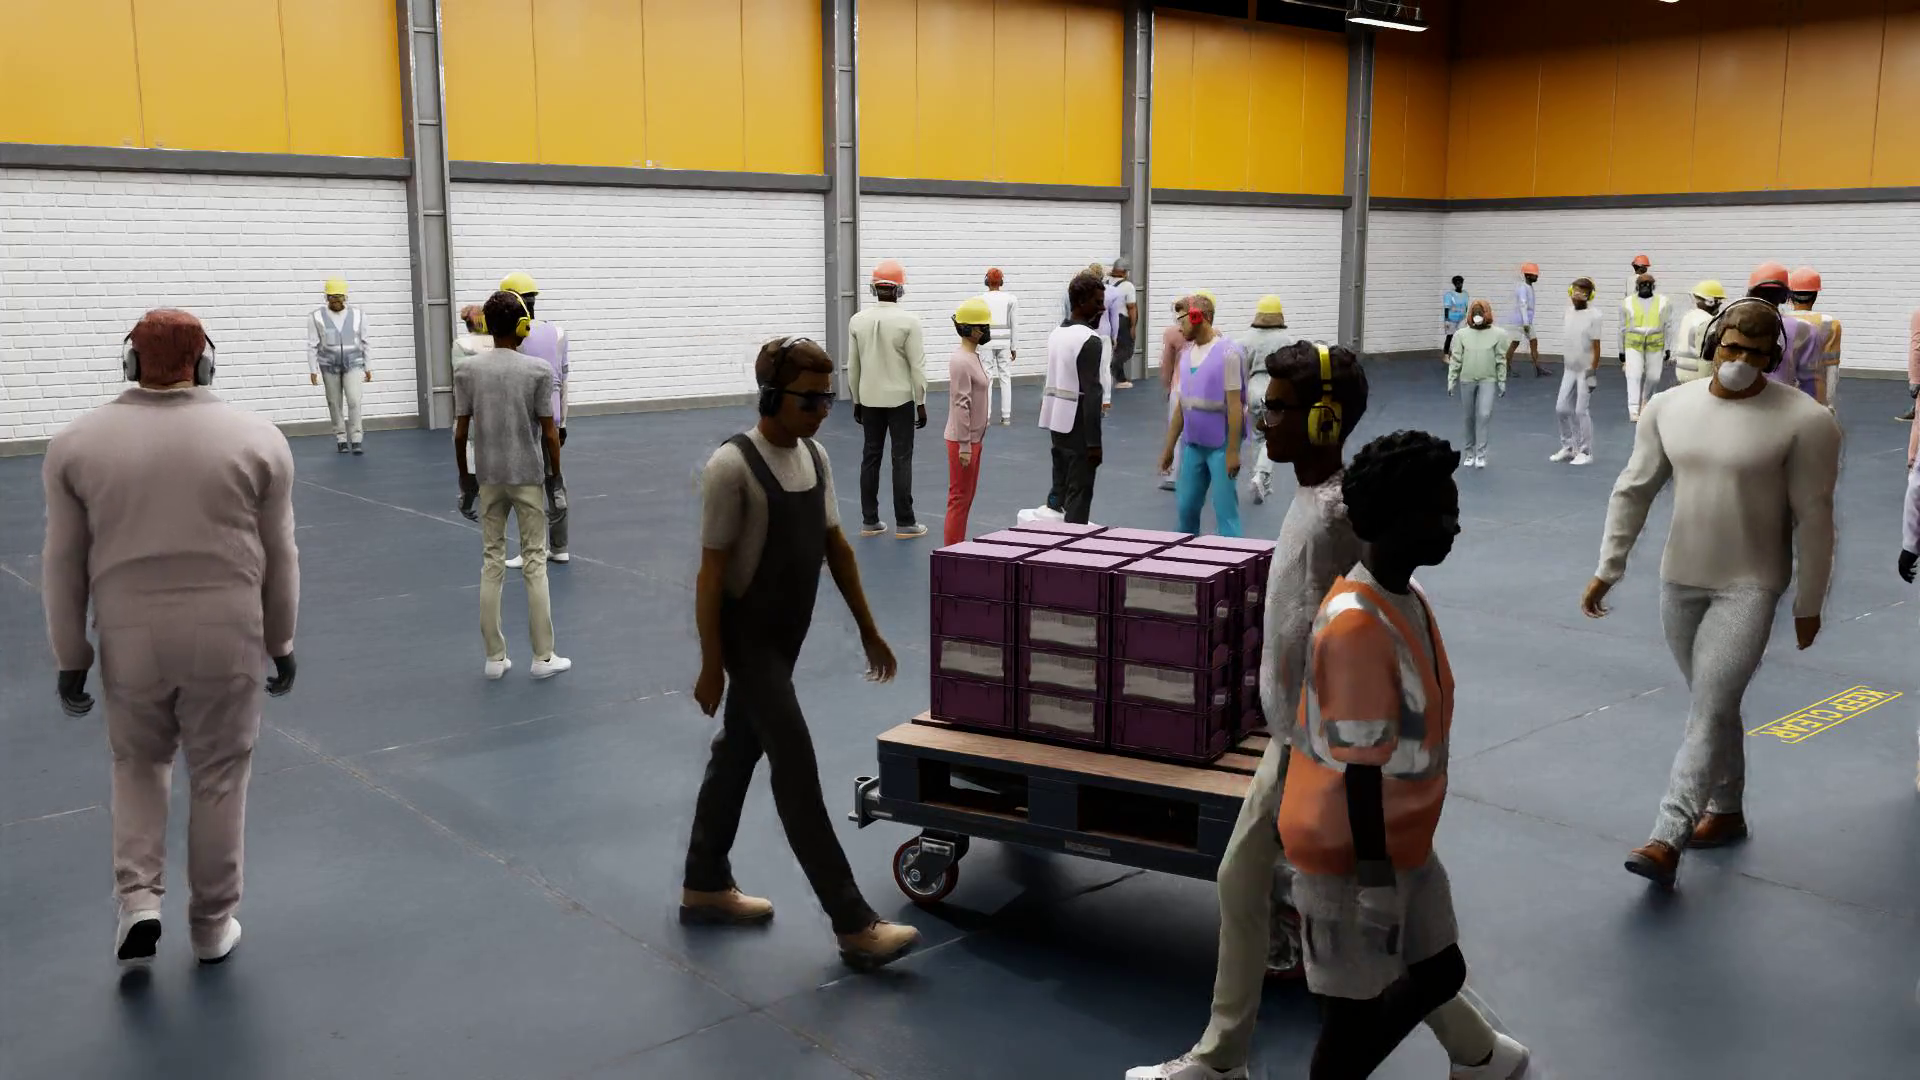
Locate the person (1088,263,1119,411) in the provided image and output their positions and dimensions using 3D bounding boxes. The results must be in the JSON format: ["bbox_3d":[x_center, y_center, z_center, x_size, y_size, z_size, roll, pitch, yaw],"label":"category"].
[{"bbox_3d":[1.769,-2.652,21.785,0.627,1.934,0.372,0,10,1],"label":"person"}]

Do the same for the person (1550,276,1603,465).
[{"bbox_3d":[5.989,-1.621,16.036,0.516,1.831,0.540,-6,11,-29],"label":"person"}]

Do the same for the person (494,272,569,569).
[{"bbox_3d":[-2.787,-0.768,10.784,0.382,1.921,0.584,6,12,33],"label":"person"}]

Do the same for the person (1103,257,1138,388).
[{"bbox_3d":[2.394,-3.302,25.274,0.728,2.000,0.685,-8,12,-38],"label":"person"}]

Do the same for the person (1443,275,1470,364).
[{"bbox_3d":[9.238,-4.091,30.977,0.549,1.652,0.727,-2,10,-11],"label":"person"}]

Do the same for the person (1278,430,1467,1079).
[{"bbox_3d":[0.833,0.618,3.366,0.349,1.695,0.557,5,11,29],"label":"person"}]

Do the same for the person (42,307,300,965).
[{"bbox_3d":[-2.210,0.286,4.739,0.647,1.886,0.409,-3,10,-16],"label":"person"}]

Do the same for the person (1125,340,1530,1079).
[{"bbox_3d":[0.863,0.472,3.802,0.867,1.836,0.518,1,10,7],"label":"person"}]

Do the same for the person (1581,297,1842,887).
[{"bbox_3d":[2.434,0.170,5.415,0.954,1.886,0.653,-7,12,-35],"label":"person"}]

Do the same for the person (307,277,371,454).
[{"bbox_3d":[-6.302,-1.757,16.918,0.618,1.798,0.807,-4,11,-24],"label":"person"}]

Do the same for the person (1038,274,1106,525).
[{"bbox_3d":[0.689,-0.638,10.053,0.395,1.912,0.590,-4,10,-20],"label":"person"}]

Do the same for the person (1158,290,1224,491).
[{"bbox_3d":[2.055,-1.288,14.444,0.628,1.725,0.628,3,10,16],"label":"person"}]

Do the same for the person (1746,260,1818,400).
[{"bbox_3d":[5.157,-0.785,10.671,0.622,2.008,1.004,3,10,14],"label":"person"}]

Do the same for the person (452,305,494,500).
[{"bbox_3d":[-3.975,-1.114,13.657,0.523,1.618,0.546,8,12,38],"label":"person"}]

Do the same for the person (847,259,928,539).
[{"bbox_3d":[-0.509,-1.004,11.940,0.622,1.996,0.369,5,11,27],"label":"person"}]

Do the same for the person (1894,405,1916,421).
[{"bbox_3d":[11.862,-2.355,20.083,0.785,1.929,0.611,6,11,31],"label":"person"}]

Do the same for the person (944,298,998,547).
[{"bbox_3d":[0.070,-0.611,10.319,0.328,1.767,0.532,1,10,8],"label":"person"}]

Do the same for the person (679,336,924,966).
[{"bbox_3d":[-0.462,0.316,4.800,0.943,1.787,0.551,4,11,23],"label":"person"}]

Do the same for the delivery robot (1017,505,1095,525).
[{"bbox_3d":[0.596,-0.045,10.271,0.477,0.478,0.707,-2,10,-14],"label":"delivery robot"}]

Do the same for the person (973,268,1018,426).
[{"bbox_3d":[0.411,-2.305,19.899,0.575,1.883,0.355,-3,10,-15],"label":"person"}]

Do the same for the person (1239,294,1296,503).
[{"bbox_3d":[2.527,-1.177,13.799,0.492,1.718,0.801,5,11,27],"label":"person"}]

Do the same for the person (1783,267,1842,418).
[{"bbox_3d":[6.265,-1.063,12.455,0.545,1.942,0.349,5,11,27],"label":"person"}]

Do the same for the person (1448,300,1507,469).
[{"bbox_3d":[4.905,-1.470,15.828,0.521,1.602,0.770,5,11,26],"label":"person"}]

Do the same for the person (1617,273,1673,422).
[{"bbox_3d":[8.411,-2.374,20.473,0.630,1.825,0.749,3,10,16],"label":"person"}]

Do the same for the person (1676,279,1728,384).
[{"bbox_3d":[6.876,-1.542,15.635,0.621,1.810,0.600,1,10,5],"label":"person"}]

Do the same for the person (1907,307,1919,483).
[{"bbox_3d":[8.680,-1.416,14.625,0.655,1.906,0.407,-1,10,-4],"label":"person"}]

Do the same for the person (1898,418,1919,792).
[{"bbox_3d":[3.889,0.071,6.204,0.638,1.805,0.829,4,11,23],"label":"person"}]

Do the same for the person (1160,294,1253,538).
[{"bbox_3d":[1.470,-0.535,9.781,0.459,1.808,0.607,-5,11,-29],"label":"person"}]

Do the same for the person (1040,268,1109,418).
[{"bbox_3d":[1.458,-2.492,21.017,1.004,1.881,0.653,8,13,41],"label":"person"}]

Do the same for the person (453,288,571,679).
[{"bbox_3d":[-2.150,-0.260,7.966,0.535,1.868,0.309,1,10,4],"label":"person"}]

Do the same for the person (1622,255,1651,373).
[{"bbox_3d":[11.744,-3.910,28.819,0.367,2.046,0.608,-2,10,-10],"label":"person"}]

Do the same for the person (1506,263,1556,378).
[{"bbox_3d":[9.480,-3.632,27.624,0.934,1.890,0.568,7,12,36],"label":"person"}]
